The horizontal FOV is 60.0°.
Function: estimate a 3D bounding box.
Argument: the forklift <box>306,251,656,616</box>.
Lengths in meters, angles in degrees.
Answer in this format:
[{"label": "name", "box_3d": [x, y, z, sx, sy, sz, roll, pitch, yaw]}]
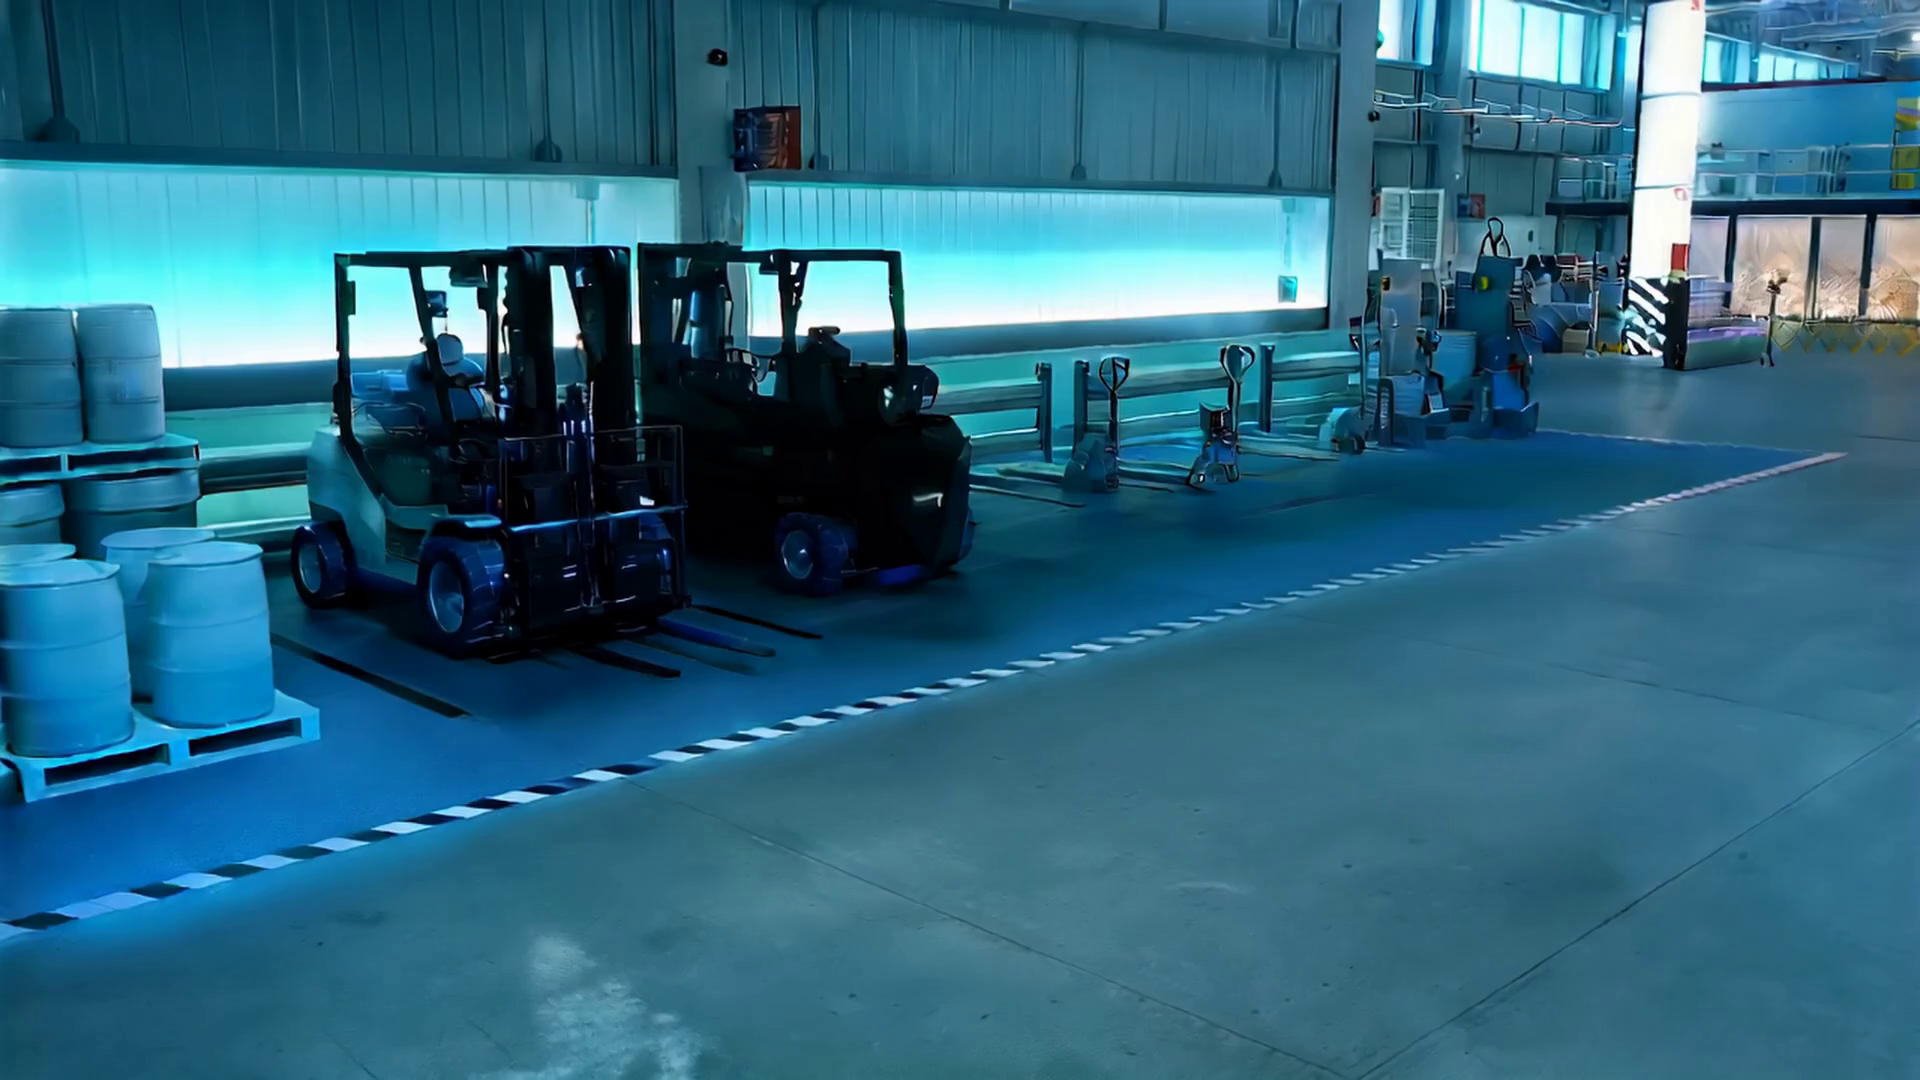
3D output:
[{"label": "forklift", "box_3d": [-2.833, -0.669, 9.694, 1.157, 1.987, 2.680, -10, 14, -44]}]

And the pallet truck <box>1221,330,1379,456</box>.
[{"label": "pallet truck", "box_3d": [3.563, -1.581, 17.381, 0.653, 1.274, 1.630, -10, 14, -44]}]

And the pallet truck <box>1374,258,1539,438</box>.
[{"label": "pallet truck", "box_3d": [5.704, -2.208, 18.901, 1.885, 1.965, 0.823, 10, 14, 43]}]

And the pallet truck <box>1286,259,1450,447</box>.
[{"label": "pallet truck", "box_3d": [4.493, -2.078, 18.196, 0.823, 1.965, 1.885, -9, 14, -40]}]

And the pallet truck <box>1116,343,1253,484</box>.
[{"label": "pallet truck", "box_3d": [1.962, -1.215, 15.415, 1.522, 1.261, 0.704, 10, 14, 43]}]

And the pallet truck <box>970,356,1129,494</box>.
[{"label": "pallet truck", "box_3d": [0.784, -1.085, 14.876, 0.680, 1.201, 1.601, -10, 14, -44]}]

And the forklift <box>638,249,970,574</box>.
[{"label": "forklift", "box_3d": [-1.173, -0.958, 11.239, 2.680, 1.987, 1.157, 10, 14, 43]}]
